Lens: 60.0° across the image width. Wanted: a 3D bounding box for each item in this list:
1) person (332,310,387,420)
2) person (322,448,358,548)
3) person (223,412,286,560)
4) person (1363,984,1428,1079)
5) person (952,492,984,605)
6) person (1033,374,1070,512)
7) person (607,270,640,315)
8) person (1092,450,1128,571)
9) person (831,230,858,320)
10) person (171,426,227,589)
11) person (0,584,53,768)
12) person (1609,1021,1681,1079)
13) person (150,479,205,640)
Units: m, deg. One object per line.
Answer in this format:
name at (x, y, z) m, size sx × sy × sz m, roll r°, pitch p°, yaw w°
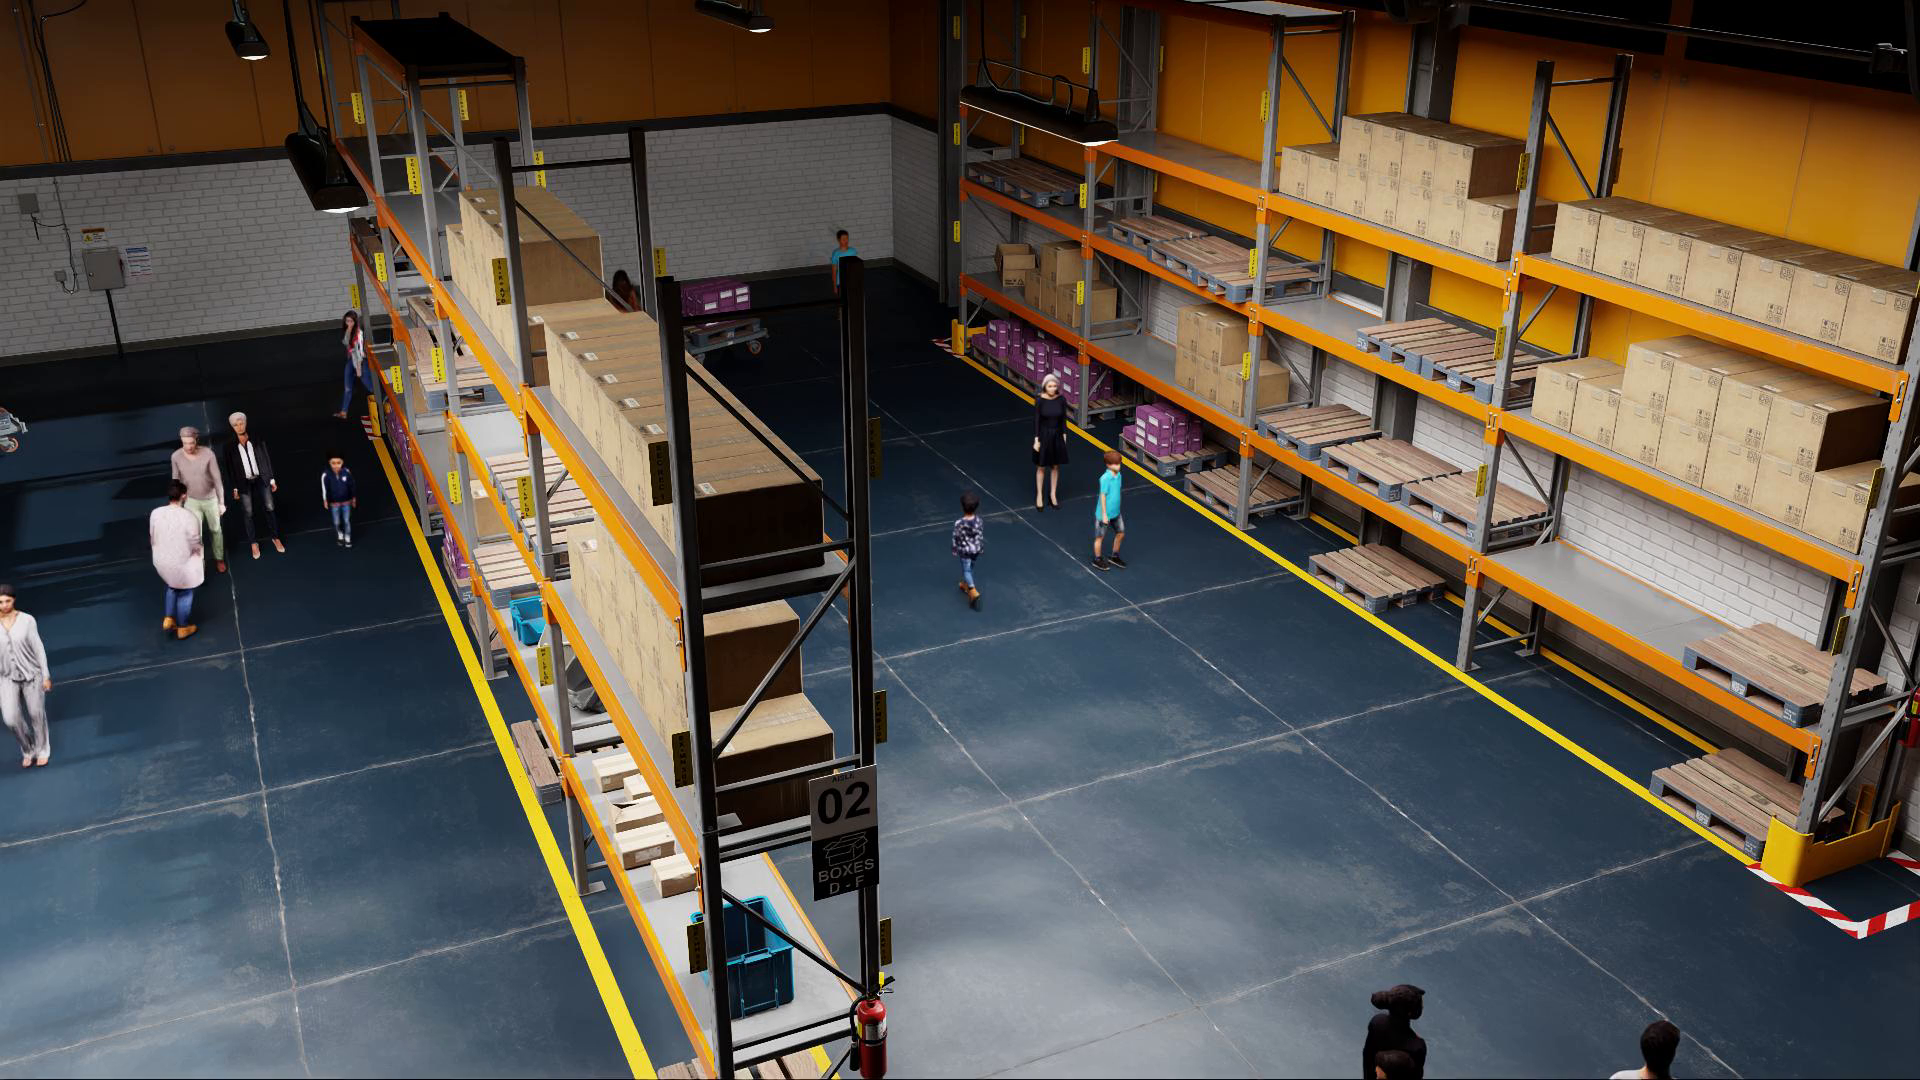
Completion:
person at (-8.472, -2.487, 23.642) m, size 1.099 × 1.561 × 0.969 m, roll 21°, pitch 31°, yaw 39°
person at (-7.297, -0.514, 19.557) m, size 0.523 × 1.218 × 0.481 m, roll -11°, pitch 26°, yaw -23°
person at (-8.128, -0.670, 19.237) m, size 0.722 × 1.777 × 0.582 m, roll -12°, pitch 26°, yaw -26°
person at (2.627, 3.394, 10.089) m, size 0.660 × 1.640 × 0.558 m, roll -16°, pitch 28°, yaw -33°
person at (0.111, 0.095, 18.140) m, size 0.497 × 1.235 × 0.801 m, roll -11°, pitch 26°, yaw -23°
person at (1.107, -1.215, 20.506) m, size 0.646 × 1.743 × 0.627 m, roll -5°, pitch 24°, yaw -12°
person at (-5.046, -3.187, 25.062) m, size 0.682 × 1.706 × 0.693 m, roll -8°, pitch 25°, yaw -18°
person at (1.634, -0.358, 18.927) m, size 0.610 × 1.437 × 0.652 m, roll -19°, pitch 30°, yaw -37°
person at (-1.927, -4.239, 27.391) m, size 0.667 × 1.768 × 0.785 m, roll -13°, pitch 27°, yaw -27°
person at (-8.496, -0.452, 18.653) m, size 0.787 × 1.827 × 1.149 m, roll -9°, pitch 25°, yaw -20°
person at (-8.450, 1.184, 14.989) m, size 0.653 × 1.765 × 0.634 m, roll -7°, pitch 25°, yaw -16°
person at (3.862, 3.544, 9.441) m, size 0.745 × 1.885 × 0.805 m, roll 8°, pitch 25°, yaw 18°
person at (-8.149, 0.240, 17.203) m, size 0.857 × 1.722 × 0.900 m, roll 2°, pitch 24°, yaw 4°
